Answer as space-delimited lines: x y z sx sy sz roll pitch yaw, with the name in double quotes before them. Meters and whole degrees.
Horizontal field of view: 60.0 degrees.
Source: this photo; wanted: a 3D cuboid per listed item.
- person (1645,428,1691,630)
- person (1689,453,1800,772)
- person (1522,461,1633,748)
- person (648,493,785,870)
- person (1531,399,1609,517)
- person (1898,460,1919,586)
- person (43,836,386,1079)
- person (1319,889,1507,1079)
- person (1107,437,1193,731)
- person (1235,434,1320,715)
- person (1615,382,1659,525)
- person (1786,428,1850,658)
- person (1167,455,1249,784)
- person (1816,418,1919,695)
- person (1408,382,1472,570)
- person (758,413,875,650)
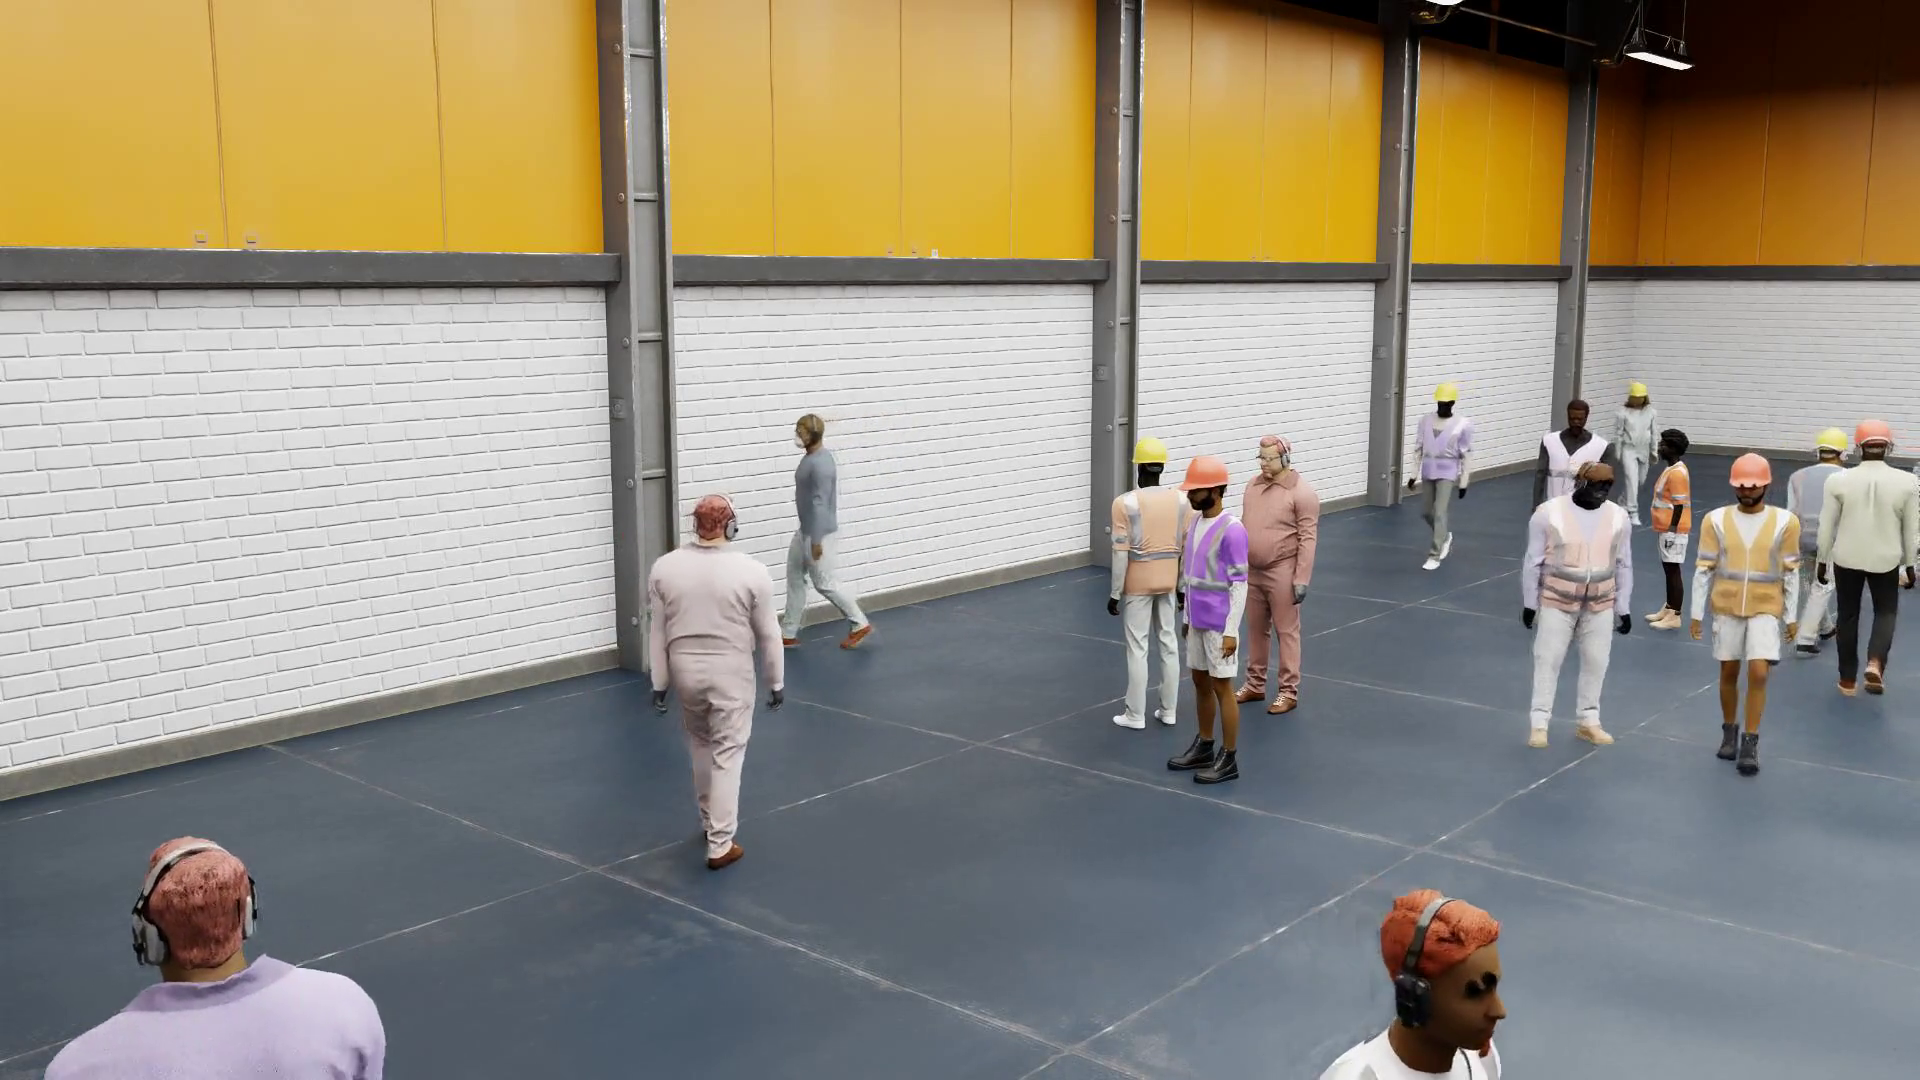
"person" 5.978 -0.091 14.006 0.317 1.695 0.540 3 10 18
"person" 4.705 0.438 10.010 0.586 1.906 0.772 5 10 30
"person" 3.897 0.410 10.509 0.669 1.822 0.431 1 9 3
"person" -1.202 0.688 8.544 0.667 1.878 0.793 2 9 13
"person" 5.546 -0.347 15.088 0.590 1.889 0.966 6 11 33
"person" 9.105 -0.383 15.538 0.632 1.791 0.947 -6 11 -31
"person" -1.439 1.531 3.317 0.657 1.869 0.952 -8 12 -40
"person" 0.823 1.557 3.242 0.578 1.839 0.988 -7 12 -38
"person" 1.235 0.288 10.901 0.594 1.926 0.367 -4 10 -23
"person" 2.120 0.228 11.361 0.407 1.905 0.638 -7 11 -37
"person" 8.149 -1.071 20.132 0.484 1.707 0.823 0 9 -3
"person" 6.833 0.018 13.076 0.947 1.781 0.606 -6 11 -32
"person" 1.450 0.464 9.779 0.377 1.932 0.552 -4 10 -22
"person" 6.346 0.138 11.657 0.642 1.980 0.520 4 10 26
"person" 4.929 -0.676 17.021 0.784 1.904 0.620 -8 12 -41
"person" -1.130 -0.061 13.173 0.898 1.910 0.642 -2 9 -15
